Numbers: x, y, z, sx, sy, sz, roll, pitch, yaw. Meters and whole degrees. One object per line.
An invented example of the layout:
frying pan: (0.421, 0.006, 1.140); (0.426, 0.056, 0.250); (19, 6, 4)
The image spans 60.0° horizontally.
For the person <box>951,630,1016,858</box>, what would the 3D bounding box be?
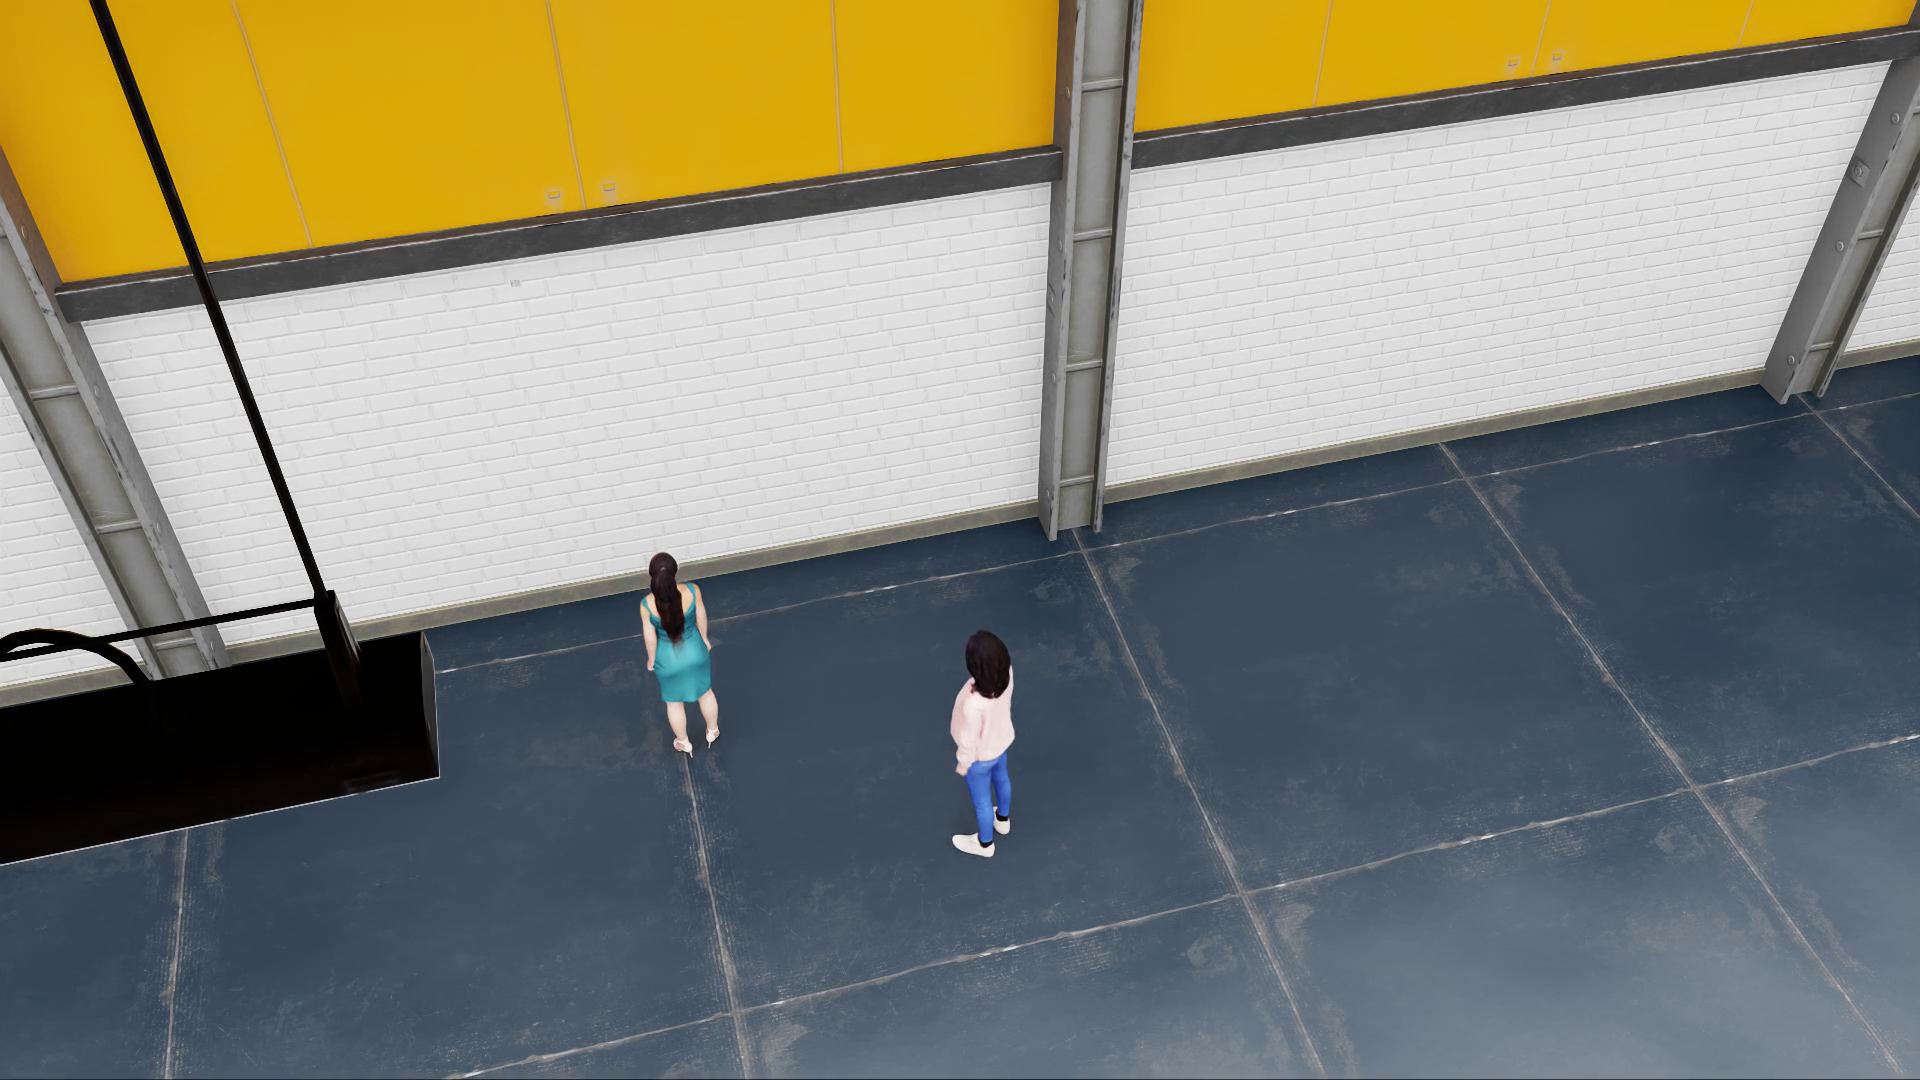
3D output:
person: (0.154, 1.163, 9.416); (0.776, 1.769, 0.702); (25, 49, 24)

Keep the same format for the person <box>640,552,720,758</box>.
person: (-1.680, 0.692, 9.970); (0.459, 1.685, 0.634); (-16, 46, -17)
